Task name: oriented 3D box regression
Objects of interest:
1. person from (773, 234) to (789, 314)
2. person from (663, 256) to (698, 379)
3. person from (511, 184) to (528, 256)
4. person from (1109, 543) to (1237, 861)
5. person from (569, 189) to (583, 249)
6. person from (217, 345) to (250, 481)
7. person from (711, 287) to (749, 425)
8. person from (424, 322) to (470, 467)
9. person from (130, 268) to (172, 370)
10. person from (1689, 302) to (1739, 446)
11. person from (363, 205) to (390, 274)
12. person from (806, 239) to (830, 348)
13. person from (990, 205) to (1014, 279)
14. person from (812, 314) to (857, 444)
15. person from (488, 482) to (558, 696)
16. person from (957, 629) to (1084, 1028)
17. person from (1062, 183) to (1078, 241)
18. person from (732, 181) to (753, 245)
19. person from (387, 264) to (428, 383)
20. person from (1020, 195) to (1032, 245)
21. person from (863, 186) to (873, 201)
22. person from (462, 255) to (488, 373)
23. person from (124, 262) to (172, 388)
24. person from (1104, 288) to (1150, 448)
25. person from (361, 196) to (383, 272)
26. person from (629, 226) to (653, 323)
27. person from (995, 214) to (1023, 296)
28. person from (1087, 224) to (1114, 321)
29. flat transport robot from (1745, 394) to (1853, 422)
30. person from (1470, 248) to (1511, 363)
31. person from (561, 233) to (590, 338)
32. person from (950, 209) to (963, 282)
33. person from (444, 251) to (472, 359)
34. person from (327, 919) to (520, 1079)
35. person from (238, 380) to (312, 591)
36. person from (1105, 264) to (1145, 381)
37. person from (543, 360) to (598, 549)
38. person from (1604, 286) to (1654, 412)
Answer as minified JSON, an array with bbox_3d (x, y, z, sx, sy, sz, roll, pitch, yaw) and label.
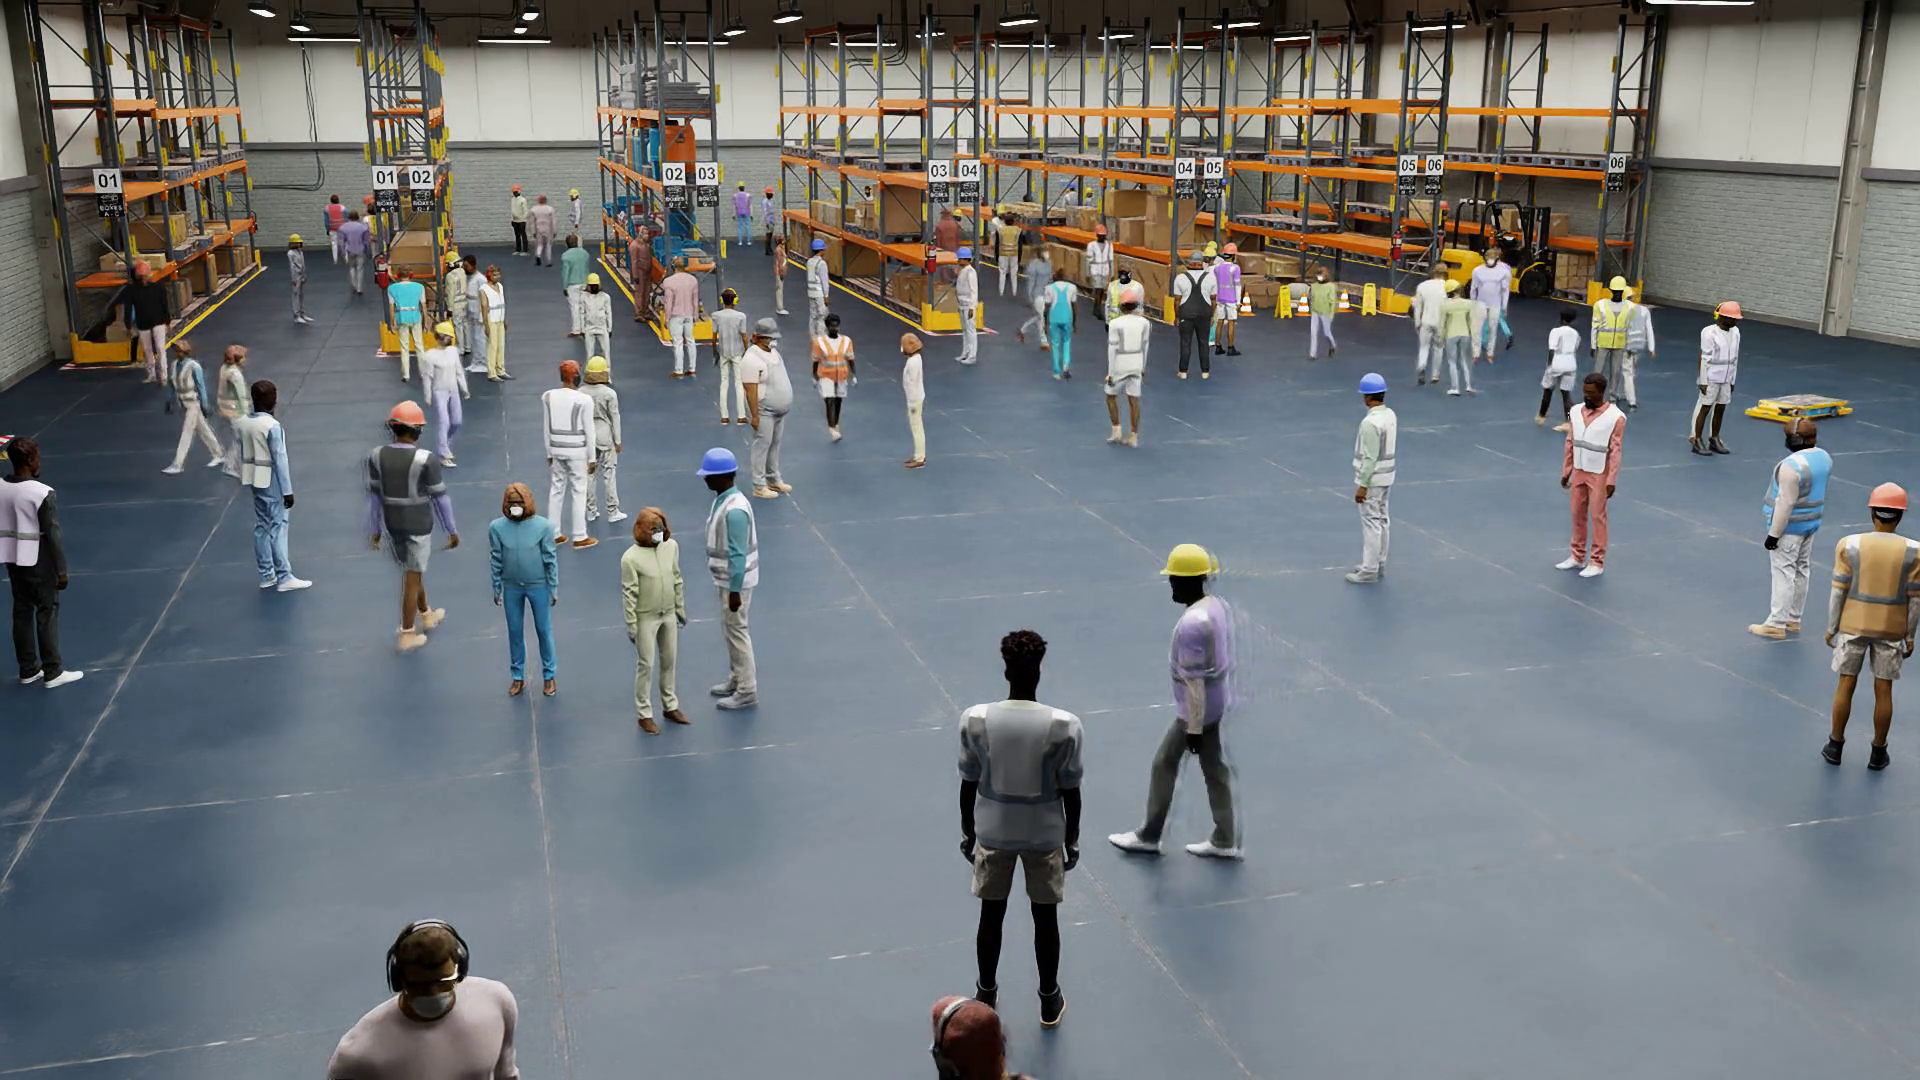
[{"bbox_3d":[-3.707,-5.493,34.372,0.310,1.642,0.514,-2,15,-7],"label":"person"},{"bbox_3d":[-4.438,-3.535,26.434,0.365,1.939,0.636,14,21,43],"label":"person"},{"bbox_3d":[-12.483,-9.043,47.048,0.612,1.997,0.376,10,18,34],"label":"person"},{"bbox_3d":[1.265,0.942,9.672,0.870,1.889,0.612,6,16,21],"label":"person"},{"bbox_3d":[-11.032,-9.160,47.807,0.404,1.829,0.600,-3,15,-11],"label":"person"},{"bbox_3d":[-8.336,-1.432,19.113,0.498,1.624,0.569,-12,19,-37],"label":"person"},{"bbox_3d":[-3.120,-2.503,22.682,0.532,1.870,0.315,2,15,8],"label":"person"},{"bbox_3d":[-6.294,-1.790,20.265,0.572,1.728,0.533,8,17,27],"label":"person"},{"bbox_3d":[-13.391,-3.651,27.365,0.554,1.665,0.749,8,17,28],"label":"person"},{"bbox_3d":[9.673,-2.119,21.272,0.504,1.861,0.325,-2,15,-8],"label":"person"},{"bbox_3d":[-14.420,-7.381,41.175,0.632,1.804,0.816,-1,15,-3],"label":"person"},{"bbox_3d":[-2.486,-4.346,29.481,0.413,1.946,0.623,-10,18,-33],"label":"person"},{"bbox_3d":[1.045,-7.329,40.992,0.614,1.790,0.848,1,15,3],"label":"person"},{"bbox_3d":[-1.605,-2.081,21.500,0.555,1.647,0.880,-6,16,-20],"label":"person"},{"bbox_3d":[-3.231,0.362,12.368,0.500,1.627,0.278,0,15,0],"label":"person"},{"bbox_3d":[0.287,1.376,7.929,0.604,1.957,0.387,3,15,9],"label":"person"},{"bbox_3d":[3.336,-9.769,49.952,0.615,1.891,1.006,-4,15,-13],"label":"person"},{"bbox_3d":[-6.596,-9.921,50.486,0.594,1.924,0.382,-2,15,-7],"label":"person"},{"bbox_3d":[-8.633,-3.388,26.061,0.571,1.843,0.373,-6,16,-21],"label":"person"},{"bbox_3d":[1.878,-9.023,47.581,0.541,1.686,0.368,-6,16,-22],"label":"person"},{"bbox_3d":[-2.686,-9.535,49.181,0.510,1.859,0.332,11,18,35],"label":"person"},{"bbox_3d":[-7.873,-3.697,27.107,0.421,1.908,0.627,-12,19,-38],"label":"person"},{"bbox_3d":[-12.590,-3.348,25.783,0.643,1.934,0.873,-6,16,-22],"label":"person"},{"bbox_3d":[2.117,-2.187,21.206,0.624,2.025,0.579,-6,16,-22],"label":"person"},{"bbox_3d":[-14.901,-7.739,42.257,0.634,1.932,0.910,2,15,7],"label":"person"},{"bbox_3d":[-6.302,-5.285,33.119,0.401,1.894,0.654,5,16,19],"label":"person"},{"bbox_3d":[1.098,-6.426,37.525,0.618,1.836,0.428,0,15,-2],"label":"person"},{"bbox_3d":[2.819,-5.420,33.589,0.548,1.915,0.831,-3,15,-12],"label":"person"},{"bbox_3d":[11.783,-1.862,23.335,1.431,0.197,0.652,-8,17,-27],"label":"flat transport robot"},{"bbox_3d":[8.882,-3.936,27.961,0.628,1.939,0.407,5,16,18],"label":"person"},{"bbox_3d":[-7.169,-4.728,30.966,0.470,1.927,0.629,11,19,36],"label":"person"},{"bbox_3d":[-0.083,-7.081,40.122,0.328,1.761,0.523,-3,15,-10],"label":"person"},{"bbox_3d":[-8.606,-4.021,28.474,0.404,1.830,0.588,4,15,14],"label":"person"},{"bbox_3d":[-1.650,2.080,5.308,0.362,1.936,0.631,13,20,41],"label":"person"},{"bbox_3d":[-6.239,-0.485,15.007,0.589,1.914,0.392,10,18,33],"label":"person"},{"bbox_3d":[2.564,-3.403,26.124,0.621,1.845,0.429,6,16,21],"label":"person"},{"bbox_3d":[-3.857,-0.841,16.457,0.582,1.868,0.401,6,16,20],"label":"person"},{"bbox_3d":[9.577,-2.748,23.822,0.630,1.763,0.910,-1,15,-5],"label":"person"}]
